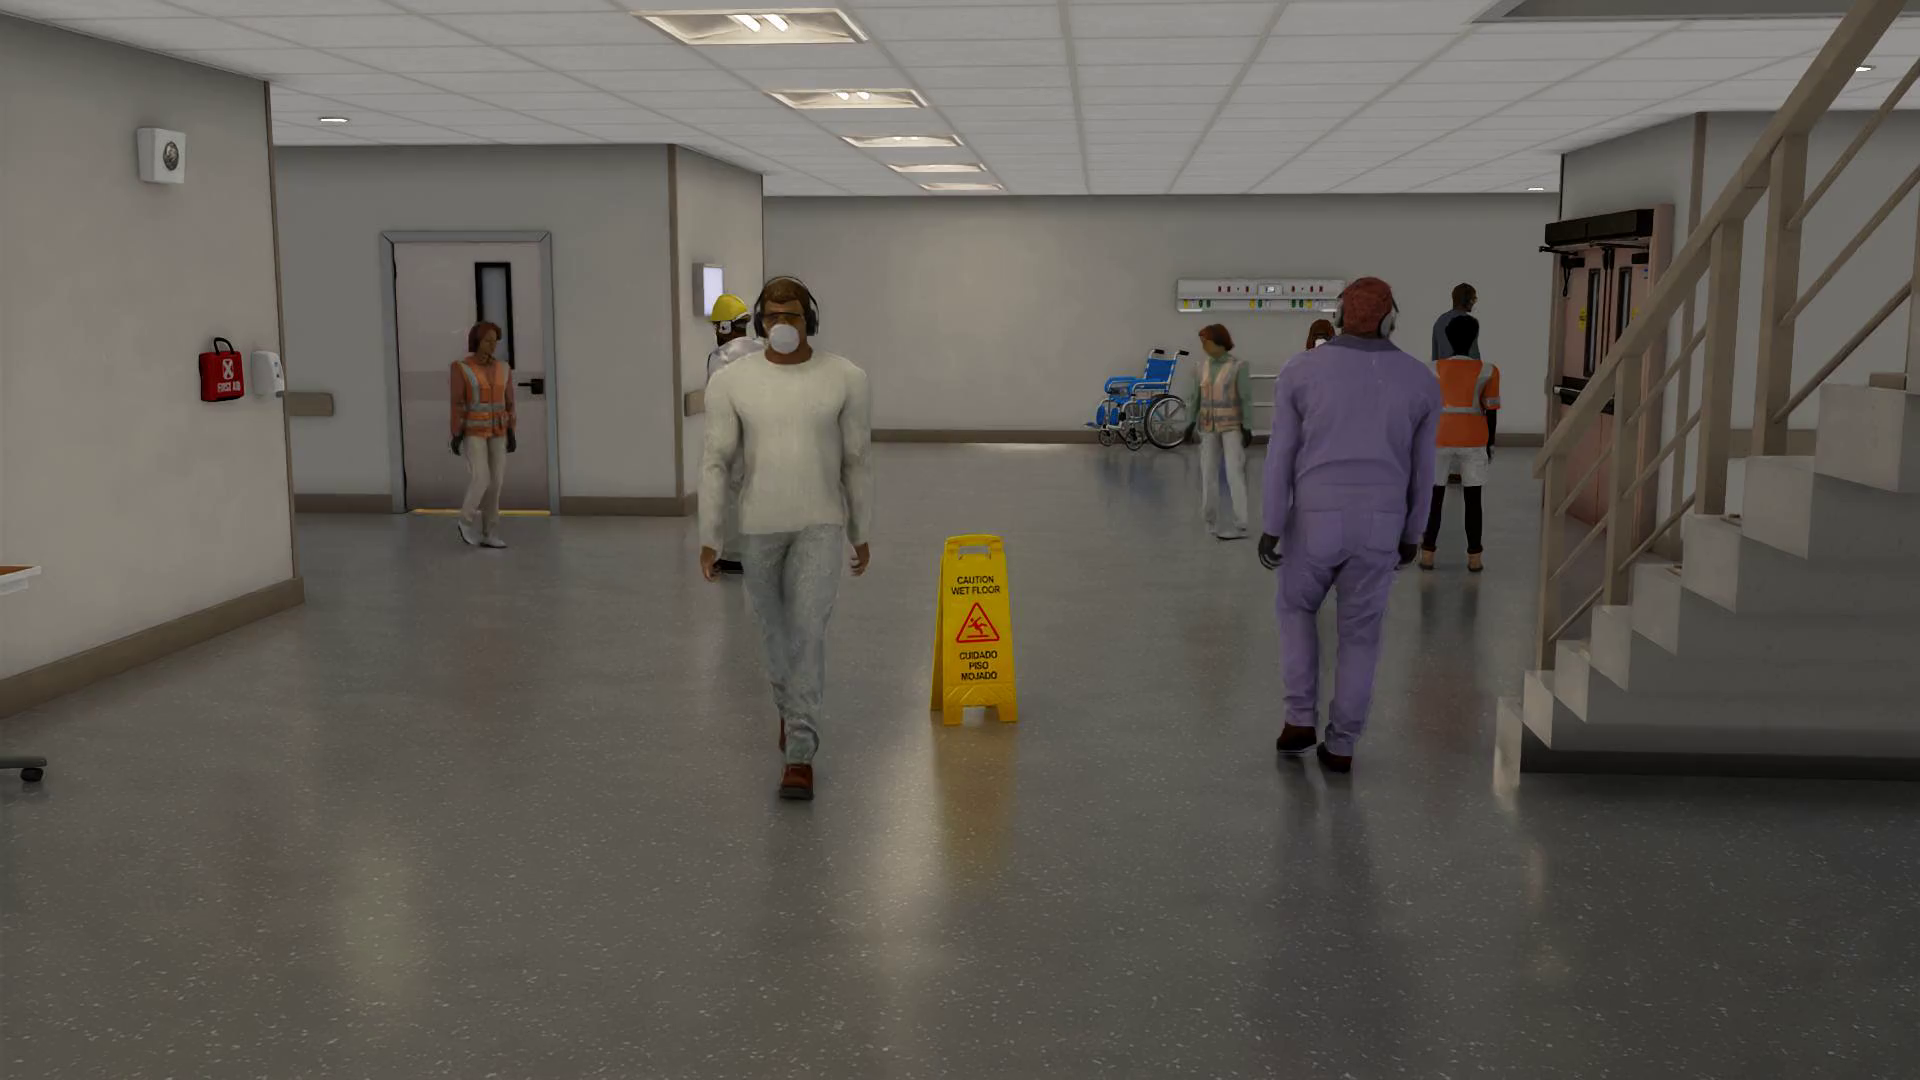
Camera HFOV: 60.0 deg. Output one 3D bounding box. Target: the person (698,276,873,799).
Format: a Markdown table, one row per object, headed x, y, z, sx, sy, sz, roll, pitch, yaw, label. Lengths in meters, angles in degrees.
| x | y | z | sx | sy | sz | roll | pitch | yaw | label |
| --- | --- | --- | --- | --- | --- | --- | --- | --- | --- |
| -0.652 | -0.044 | 6.293 | 0.650 | 1.890 | 1.019 | 0 | 8 | 1 | person |

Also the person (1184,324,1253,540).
| x | y | z | sx | sy | sz | roll | pitch | yaw | label |
| --- | --- | --- | --- | --- | --- | --- | --- | --- | --- |
| 1.976 | -0.819 | 12.528 | 0.371 | 1.610 | 0.574 | -7 | 11 | -41 | person |

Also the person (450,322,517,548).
| x | y | z | sx | sy | sz | roll | pitch | yaw | label |
| --- | --- | --- | --- | --- | --- | --- | --- | --- | --- |
| -3.385 | -0.739 | 11.866 | 0.367 | 1.621 | 0.548 | 6 | 11 | 37 | person |

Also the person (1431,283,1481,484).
| x | y | z | sx | sy | sz | roll | pitch | yaw | label |
| --- | --- | --- | --- | --- | --- | --- | --- | --- | --- |
| 4.802 | -1.513 | 16.097 | 0.353 | 1.936 | 0.635 | -3 | 9 | -19 | person |

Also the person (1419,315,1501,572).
| x | y | z | sx | sy | sz | roll | pitch | yaw | label |
| --- | --- | --- | --- | --- | --- | --- | --- | --- | --- |
| 3.278 | -0.634 | 10.970 | 0.535 | 1.689 | 0.322 | 3 | 9 | 19 | person |

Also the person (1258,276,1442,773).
| x | y | z | sx | sy | sz | roll | pitch | yaw | label |
| --- | --- | --- | --- | --- | --- | --- | --- | --- | --- |
| 1.471 | -0.061 | 6.402 | 0.674 | 1.880 | 0.508 | 0 | 8 | 0 | person |

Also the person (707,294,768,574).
| x | y | z | sx | sy | sz | roll | pitch | yaw | label |
| --- | --- | --- | --- | --- | --- | --- | --- | --- | --- |
| -1.460 | -0.687 | 10.889 | 0.403 | 1.824 | 0.590 | 5 | 10 | 31 | person |
